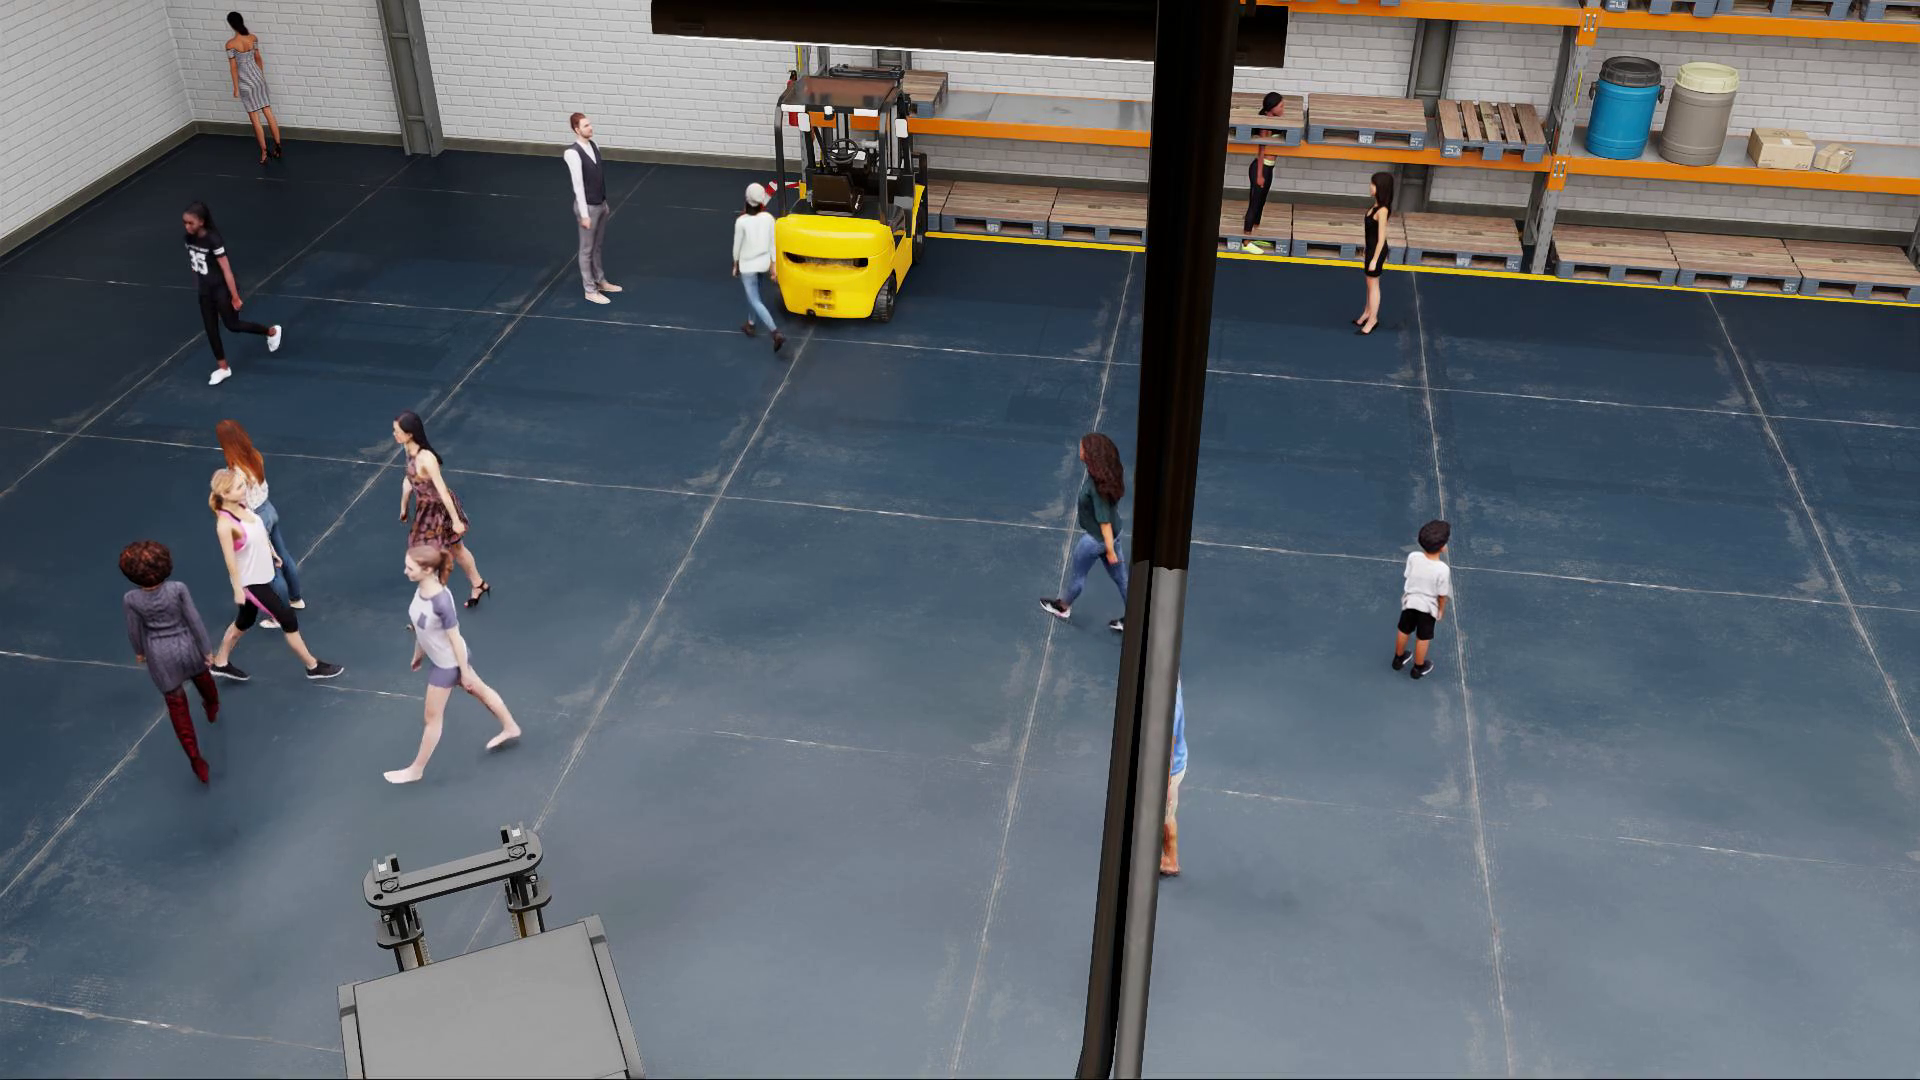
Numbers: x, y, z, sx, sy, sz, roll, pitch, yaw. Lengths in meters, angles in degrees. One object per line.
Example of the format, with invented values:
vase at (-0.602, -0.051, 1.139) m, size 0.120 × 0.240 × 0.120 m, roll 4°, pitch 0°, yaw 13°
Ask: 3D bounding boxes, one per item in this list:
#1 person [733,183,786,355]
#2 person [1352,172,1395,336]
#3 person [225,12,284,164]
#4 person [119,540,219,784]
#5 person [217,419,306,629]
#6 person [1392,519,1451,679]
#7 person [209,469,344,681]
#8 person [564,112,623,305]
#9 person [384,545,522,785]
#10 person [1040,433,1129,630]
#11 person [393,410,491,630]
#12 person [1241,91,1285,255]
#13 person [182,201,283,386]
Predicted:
person at (-1.916, -2.580, 15.918) m, size 1.012 × 1.612 × 1.106 m, roll -24°, pitch 40°, yaw -31°
person at (4.049, -2.791, 16.202) m, size 0.502 × 1.648 × 0.582 m, roll 4°, pitch 34°, yaw 5°
person at (-8.528, -5.464, 20.065) m, size 0.669 × 1.824 × 0.674 m, roll 20°, pitch 39°, yaw 27°
person at (-5.070, 0.816, 10.759) m, size 1.115 × 1.666 × 1.060 m, roll -13°, pitch 36°, yaw -19°
person at (-5.110, -0.134, 12.133) m, size 0.538 × 1.728 × 0.596 m, roll 2°, pitch 34°, yaw 2°
person at (3.256, 0.414, 11.733) m, size 0.540 × 1.257 × 0.621 m, roll 24°, pitch 41°, yaw 32°
person at (-4.981, 0.288, 11.483) m, size 1.221 × 1.744 × 0.854 m, roll -4°, pitch 34°, yaw -6°
person at (-3.756, -3.388, 16.839) m, size 0.604 × 1.937 × 0.682 m, roll 10°, pitch 35°, yaw 15°
person at (-3.243, 0.758, 10.807) m, size 1.191 × 1.711 × 1.055 m, roll -17°, pitch 37°, yaw -24°
person at (1.101, -0.006, 12.076) m, size 1.061 × 1.578 × 0.709 m, roll 10°, pitch 35°, yaw 15°
person at (-3.757, -0.191, 12.205) m, size 1.031 × 1.743 × 0.977 m, roll -22°, pitch 39°, yaw -29°
person at (3.228, -3.954, 17.857) m, size 0.602 × 1.754 × 0.613 m, roll 16°, pitch 37°, yaw 22°
person at (-6.817, -2.333, 15.462) m, size 1.068 × 1.706 × 0.915 m, roll 18°, pitch 37°, yaw 25°
